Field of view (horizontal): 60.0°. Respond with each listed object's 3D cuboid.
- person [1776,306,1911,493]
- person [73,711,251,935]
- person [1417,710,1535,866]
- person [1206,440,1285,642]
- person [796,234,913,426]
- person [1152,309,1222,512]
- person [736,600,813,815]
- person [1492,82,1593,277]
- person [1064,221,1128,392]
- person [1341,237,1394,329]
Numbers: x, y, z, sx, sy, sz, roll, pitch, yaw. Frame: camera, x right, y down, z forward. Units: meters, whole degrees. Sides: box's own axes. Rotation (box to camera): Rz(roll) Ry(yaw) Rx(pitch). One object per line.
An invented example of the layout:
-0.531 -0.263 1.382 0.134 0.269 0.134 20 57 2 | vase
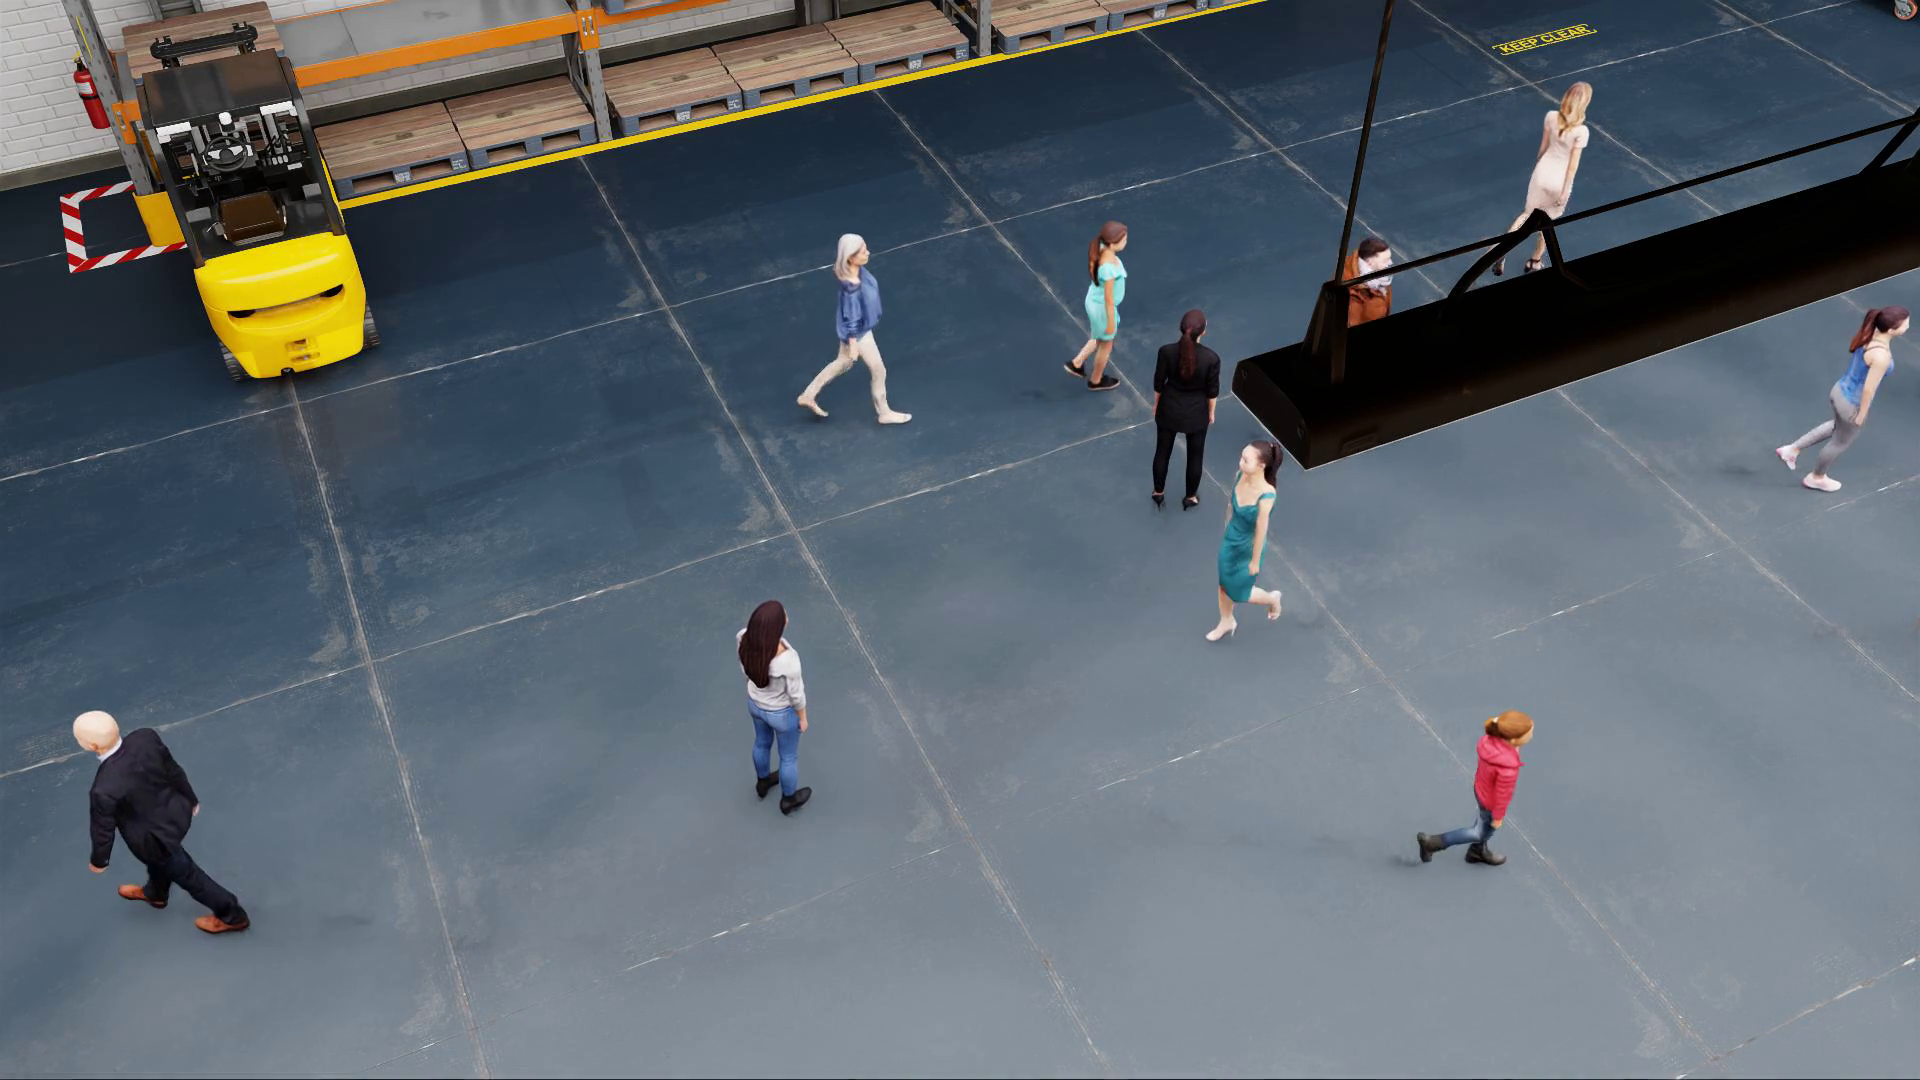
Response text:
6.212 -1.001 11.722 0.850 1.601 0.762 5 44 5 | person
-4.225 1.565 8.909 1.149 1.766 0.983 3 44 3 | person
2.923 1.437 9.380 0.860 1.303 0.747 6 44 6 | person
1.875 0.035 10.586 0.735 1.670 0.561 -17 46 -17 | person
-0.849 -1.508 12.208 1.189 1.665 0.898 -3 44 -3 | person
1.545 -0.885 11.558 0.678 1.660 0.749 12 45 12 | person
-1.086 0.969 9.634 0.675 1.630 0.684 25 49 24 | person
4.741 -2.876 13.536 0.974 1.814 0.704 -27 50 -26 | person
1.012 -1.738 12.538 0.740 1.544 0.647 -9 44 -9 | person
2.762 -1.393 11.973 1.052 1.822 0.984 12 45 12 | person
